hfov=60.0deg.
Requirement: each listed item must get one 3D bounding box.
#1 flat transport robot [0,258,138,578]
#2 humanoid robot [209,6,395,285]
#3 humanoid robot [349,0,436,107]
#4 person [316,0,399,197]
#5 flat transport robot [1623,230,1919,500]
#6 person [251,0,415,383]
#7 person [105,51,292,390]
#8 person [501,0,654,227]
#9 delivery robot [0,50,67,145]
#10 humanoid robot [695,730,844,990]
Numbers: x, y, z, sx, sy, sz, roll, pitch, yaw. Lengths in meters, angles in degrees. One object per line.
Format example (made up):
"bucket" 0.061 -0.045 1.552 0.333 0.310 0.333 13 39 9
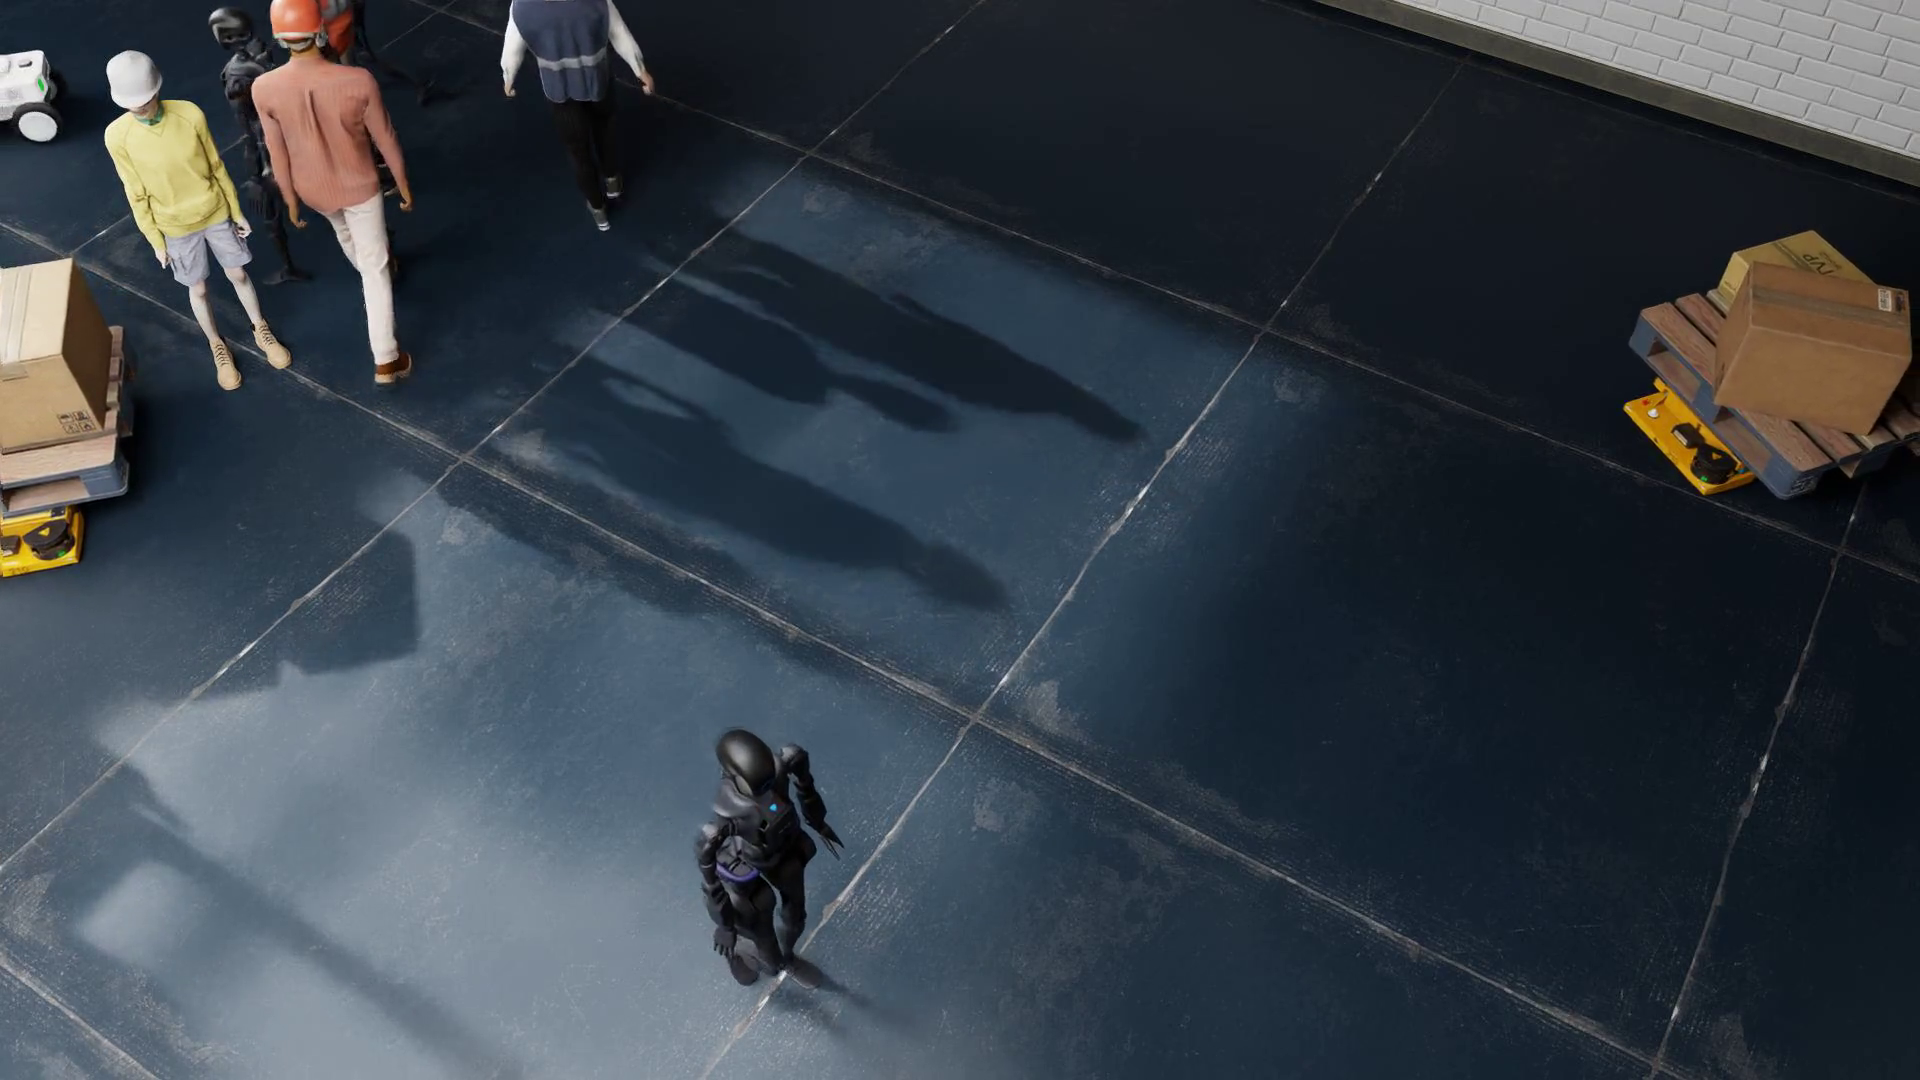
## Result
"flat transport robot" -4.640 -0.391 8.157 0.659 0.231 1.431 -12 50 -10
"humanoid robot" -3.503 -2.024 8.668 0.715 1.631 0.590 1 49 1
"humanoid robot" -3.572 -3.300 9.782 0.676 1.639 0.610 -6 49 -6
"person" -3.467 -2.769 9.119 0.373 1.958 0.605 -12 50 -10
"flat transport robot" 4.166 -0.681 8.410 1.431 0.231 0.659 -17 51 -14
"person" -3.055 -1.738 8.239 0.631 1.931 1.076 -3 49 -3
"person" -3.735 -1.559 8.105 0.487 1.886 0.394 -29 55 -23
"person" -2.089 -2.542 9.055 0.795 1.739 0.609 -14 50 -12
"delivery robot" -5.781 -2.670 9.969 0.797 0.608 0.499 -13 50 -11
"humanoid robot" -0.699 1.136 5.892 0.370 1.646 0.610 30 55 24
